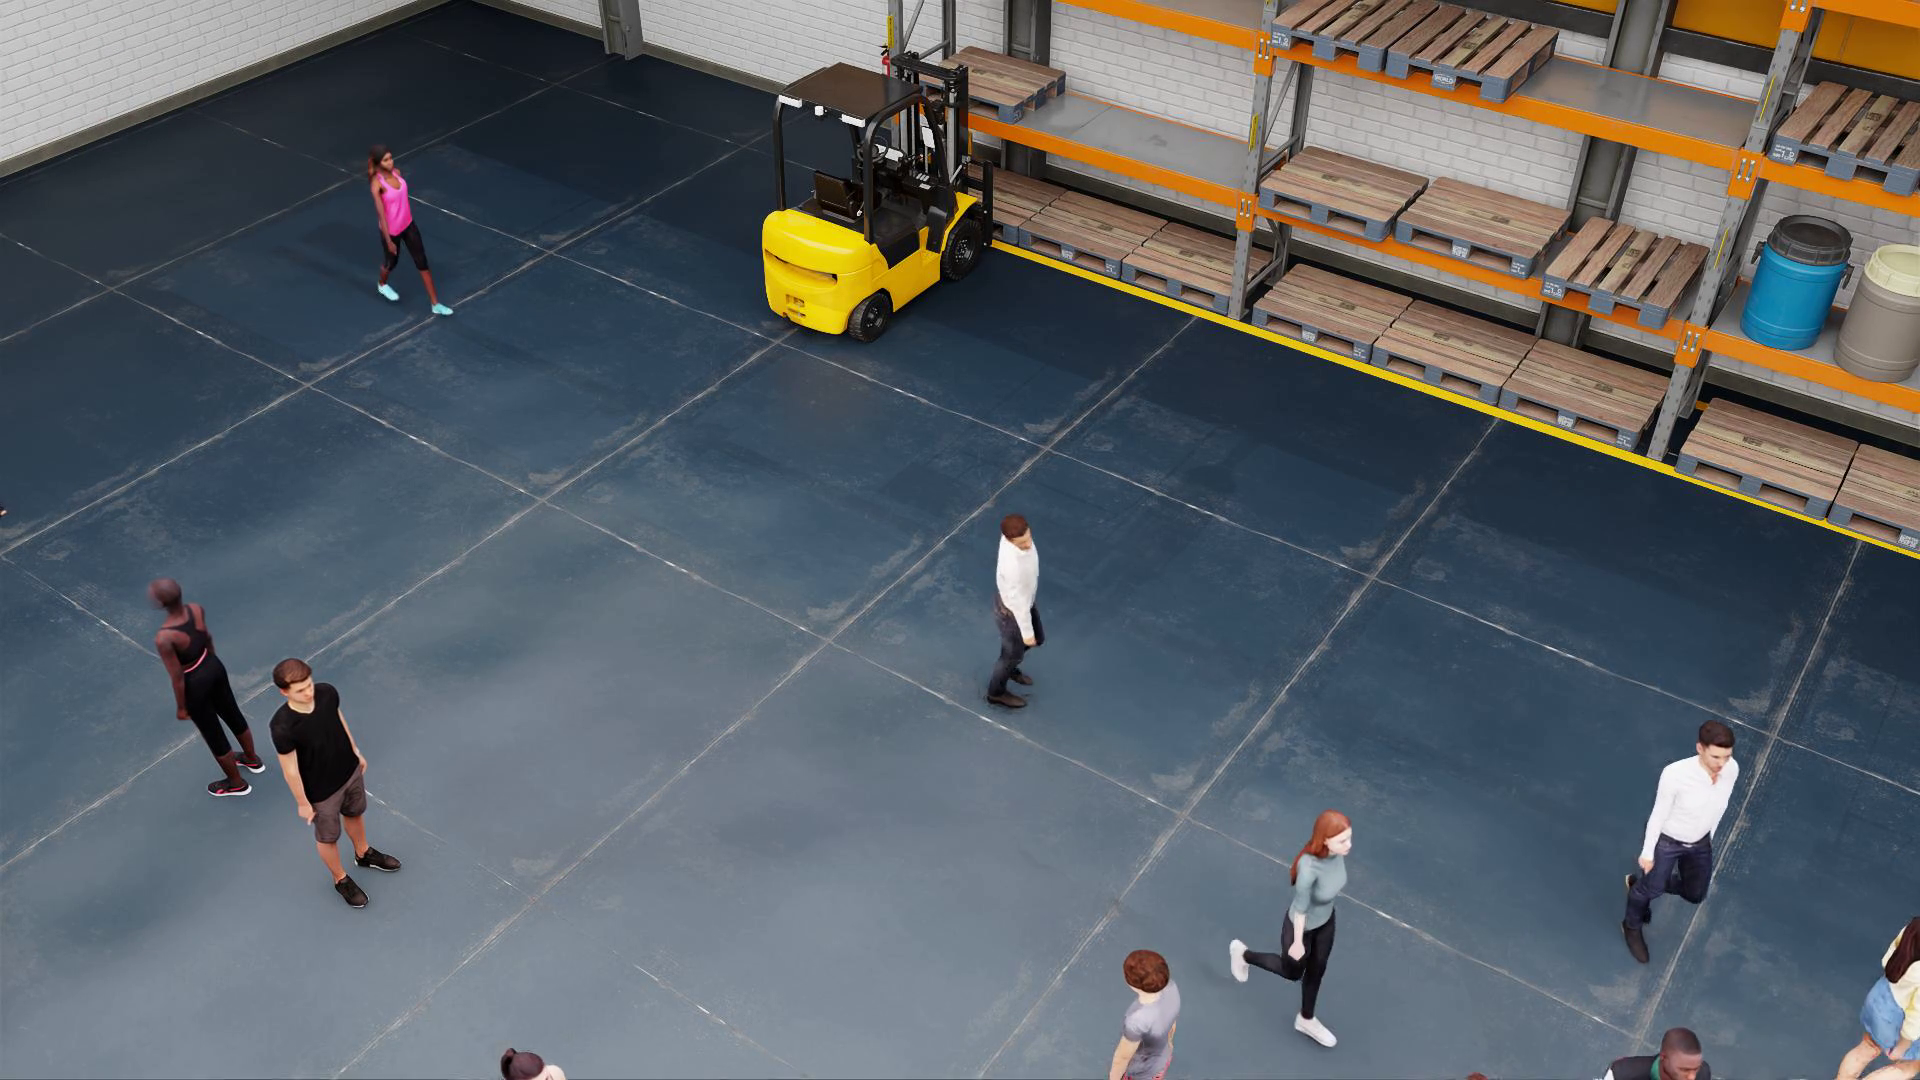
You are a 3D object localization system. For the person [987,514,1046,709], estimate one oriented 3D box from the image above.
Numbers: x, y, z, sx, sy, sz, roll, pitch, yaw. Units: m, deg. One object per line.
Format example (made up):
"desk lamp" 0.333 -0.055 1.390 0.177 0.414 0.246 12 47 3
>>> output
"person" 0.351 0.469 11.212 0.814 1.828 0.858 -3 39 -4

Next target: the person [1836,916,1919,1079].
"person" 4.883 2.506 8.827 0.764 1.621 0.743 2 39 3

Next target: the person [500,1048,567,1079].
"person" -2.093 3.010 8.238 1.047 1.569 0.589 25 45 28

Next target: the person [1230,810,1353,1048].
"person" 1.874 2.101 9.249 1.026 1.728 0.698 31 48 33

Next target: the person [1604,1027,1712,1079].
"person" 3.253 2.895 8.181 1.033 1.820 1.087 -5 39 -7

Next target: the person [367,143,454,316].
"person" -5.327 -2.908 15.560 1.152 1.679 0.626 20 43 24

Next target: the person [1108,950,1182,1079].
"person" 1.015 2.730 8.533 0.679 1.638 0.593 22 44 25

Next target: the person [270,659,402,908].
"person" -3.807 1.408 10.009 0.630 1.861 0.728 16 41 19

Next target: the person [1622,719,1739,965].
"person" 4.143 1.666 9.694 0.835 1.852 0.894 -6 39 -7

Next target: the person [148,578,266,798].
"person" -4.861 0.930 10.686 0.647 1.763 0.650 8 39 10
